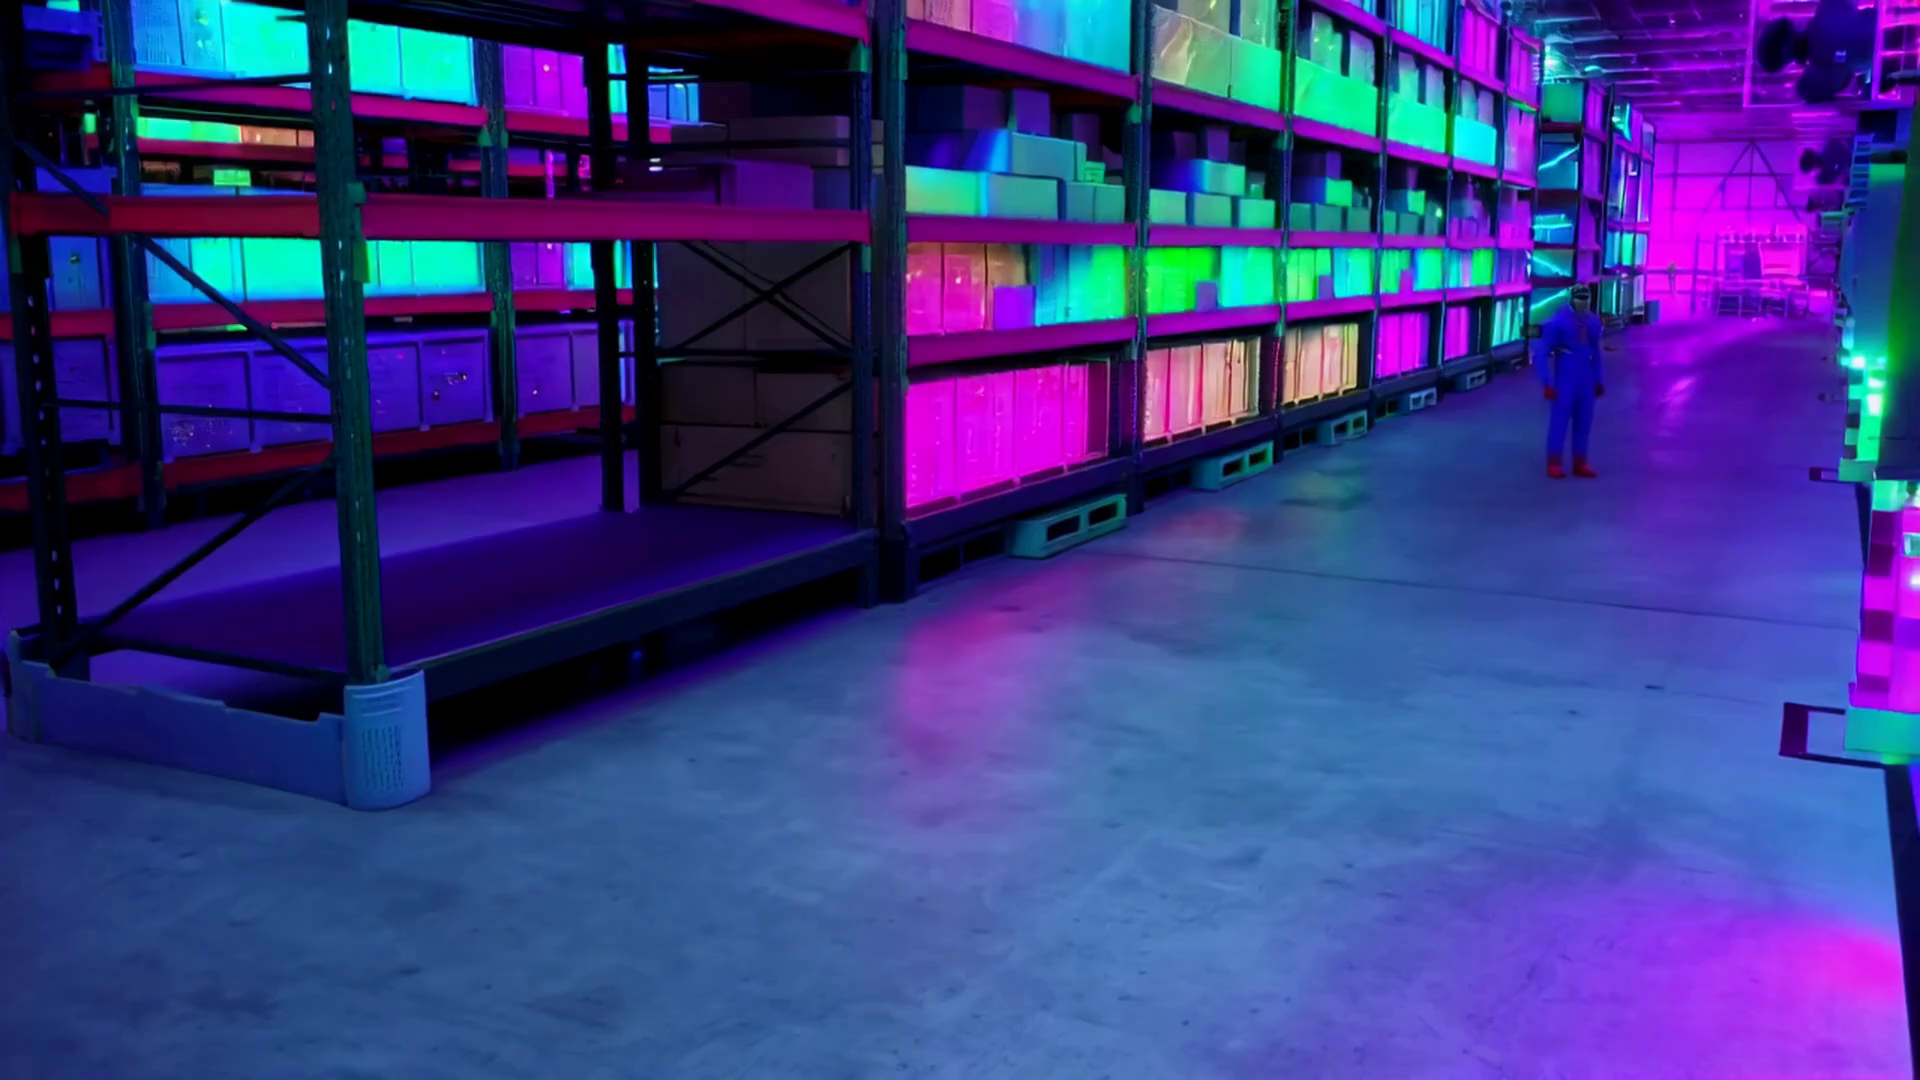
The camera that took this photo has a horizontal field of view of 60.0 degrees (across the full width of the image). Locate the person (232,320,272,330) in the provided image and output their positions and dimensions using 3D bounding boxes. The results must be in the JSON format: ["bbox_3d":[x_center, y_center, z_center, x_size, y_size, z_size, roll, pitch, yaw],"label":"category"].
[{"bbox_3d":[-7.830,-1.954,18.422,0.545,1.925,0.548,4,10,20],"label":"person"}]

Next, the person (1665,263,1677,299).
[{"bbox_3d":[33.866,-12.333,79.193,0.535,1.691,0.318,-4,10,-20],"label":"person"}]

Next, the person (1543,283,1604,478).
[{"bbox_3d":[5.958,-1.540,16.127,0.656,1.894,0.401,-3,10,-19],"label":"person"}]
